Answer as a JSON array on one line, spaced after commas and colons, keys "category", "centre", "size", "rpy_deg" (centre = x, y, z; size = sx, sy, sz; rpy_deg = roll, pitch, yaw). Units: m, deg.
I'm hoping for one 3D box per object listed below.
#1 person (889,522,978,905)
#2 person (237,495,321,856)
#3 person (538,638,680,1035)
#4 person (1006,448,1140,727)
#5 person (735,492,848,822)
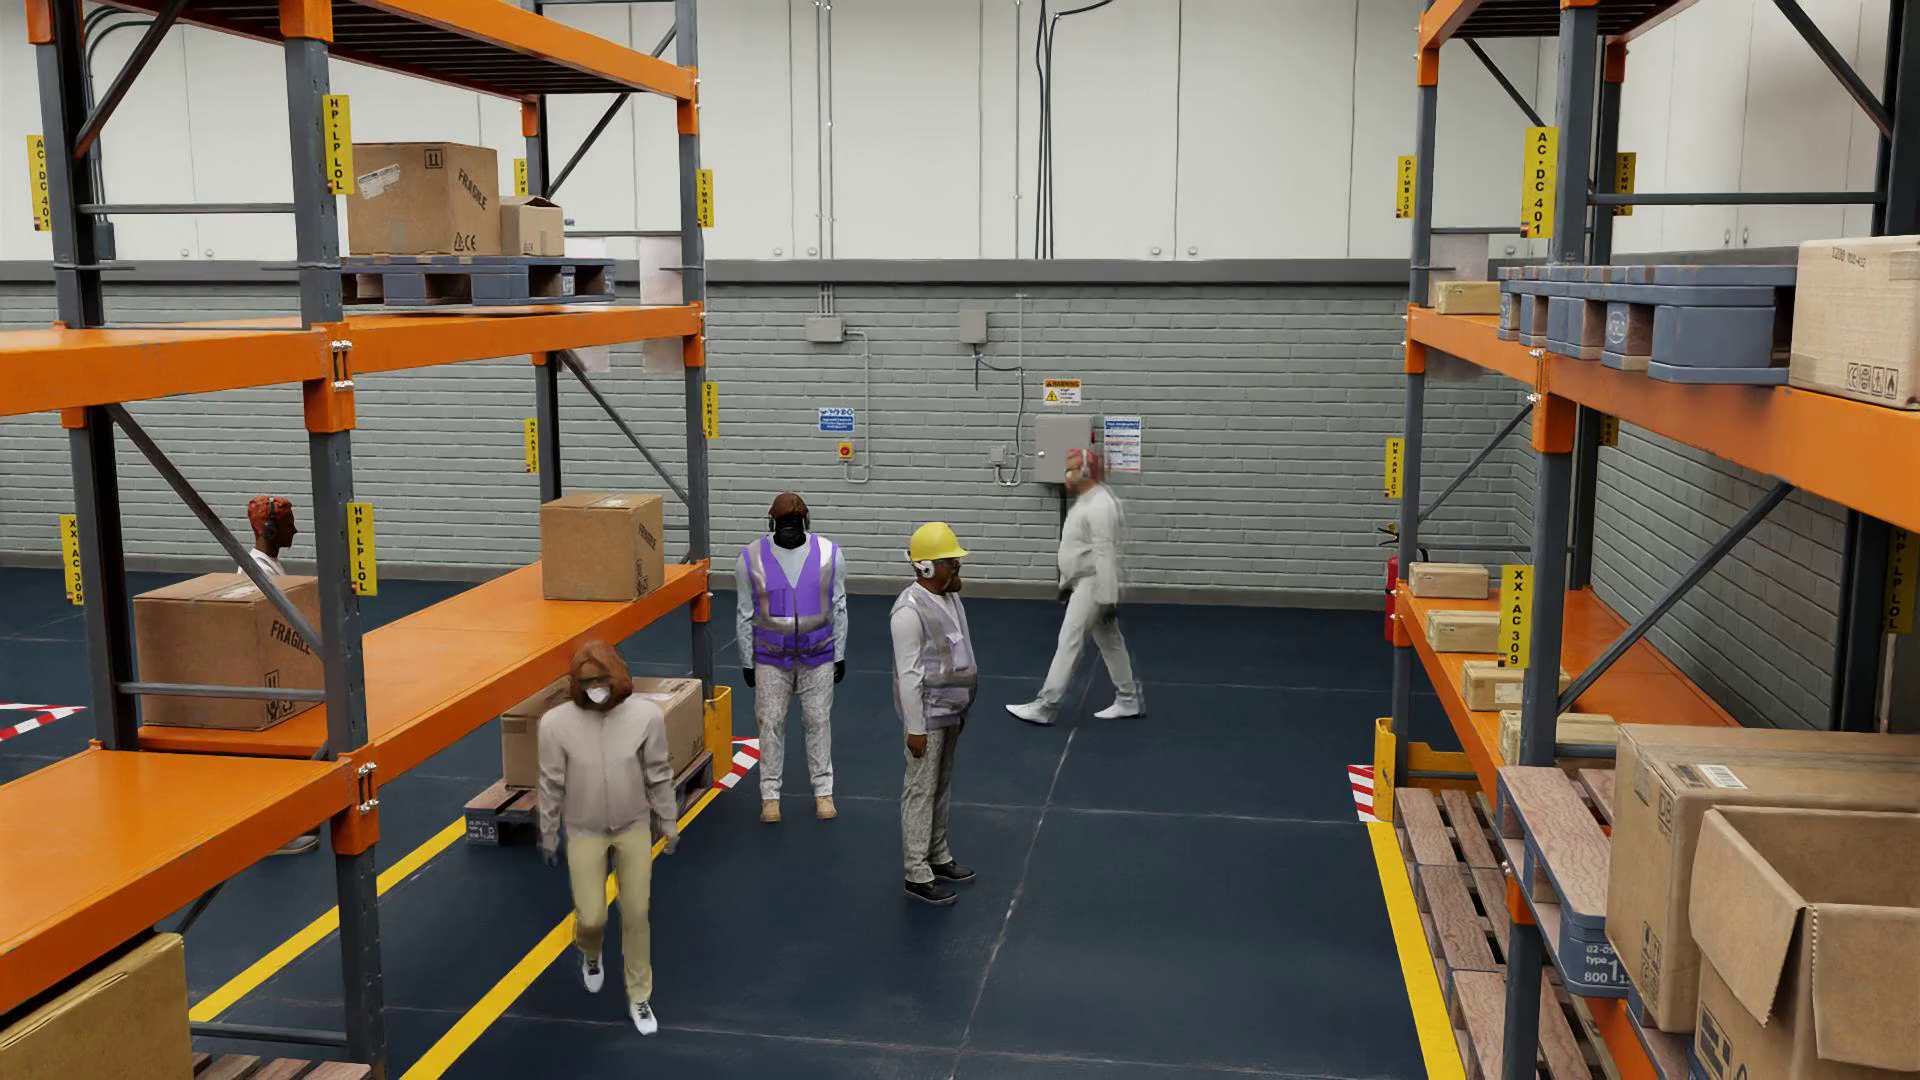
[{"category": "person", "centre": [-0.116, 0.822, 8.057], "size": [0.403, 1.837, 0.591], "rpy_deg": [3, 10, 19]}, {"category": "person", "centre": [-3.584, 0.700, 8.687], "size": [0.359, 1.880, 0.575], "rpy_deg": [-4, 10, -22]}, {"category": "person", "centre": [-1.402, 1.157, 6.653], "size": [0.560, 1.610, 0.450], "rpy_deg": [-4, 10, -21]}, {"category": "person", "centre": [0.779, 0.318, 11.092], "size": [0.972, 1.855, 0.677], "rpy_deg": [0, 9, -3]}, {"category": "person", "centre": [-0.922, 0.644, 9.181], "size": [0.613, 1.835, 0.429], "rpy_deg": [-2, 9, -10]}]
